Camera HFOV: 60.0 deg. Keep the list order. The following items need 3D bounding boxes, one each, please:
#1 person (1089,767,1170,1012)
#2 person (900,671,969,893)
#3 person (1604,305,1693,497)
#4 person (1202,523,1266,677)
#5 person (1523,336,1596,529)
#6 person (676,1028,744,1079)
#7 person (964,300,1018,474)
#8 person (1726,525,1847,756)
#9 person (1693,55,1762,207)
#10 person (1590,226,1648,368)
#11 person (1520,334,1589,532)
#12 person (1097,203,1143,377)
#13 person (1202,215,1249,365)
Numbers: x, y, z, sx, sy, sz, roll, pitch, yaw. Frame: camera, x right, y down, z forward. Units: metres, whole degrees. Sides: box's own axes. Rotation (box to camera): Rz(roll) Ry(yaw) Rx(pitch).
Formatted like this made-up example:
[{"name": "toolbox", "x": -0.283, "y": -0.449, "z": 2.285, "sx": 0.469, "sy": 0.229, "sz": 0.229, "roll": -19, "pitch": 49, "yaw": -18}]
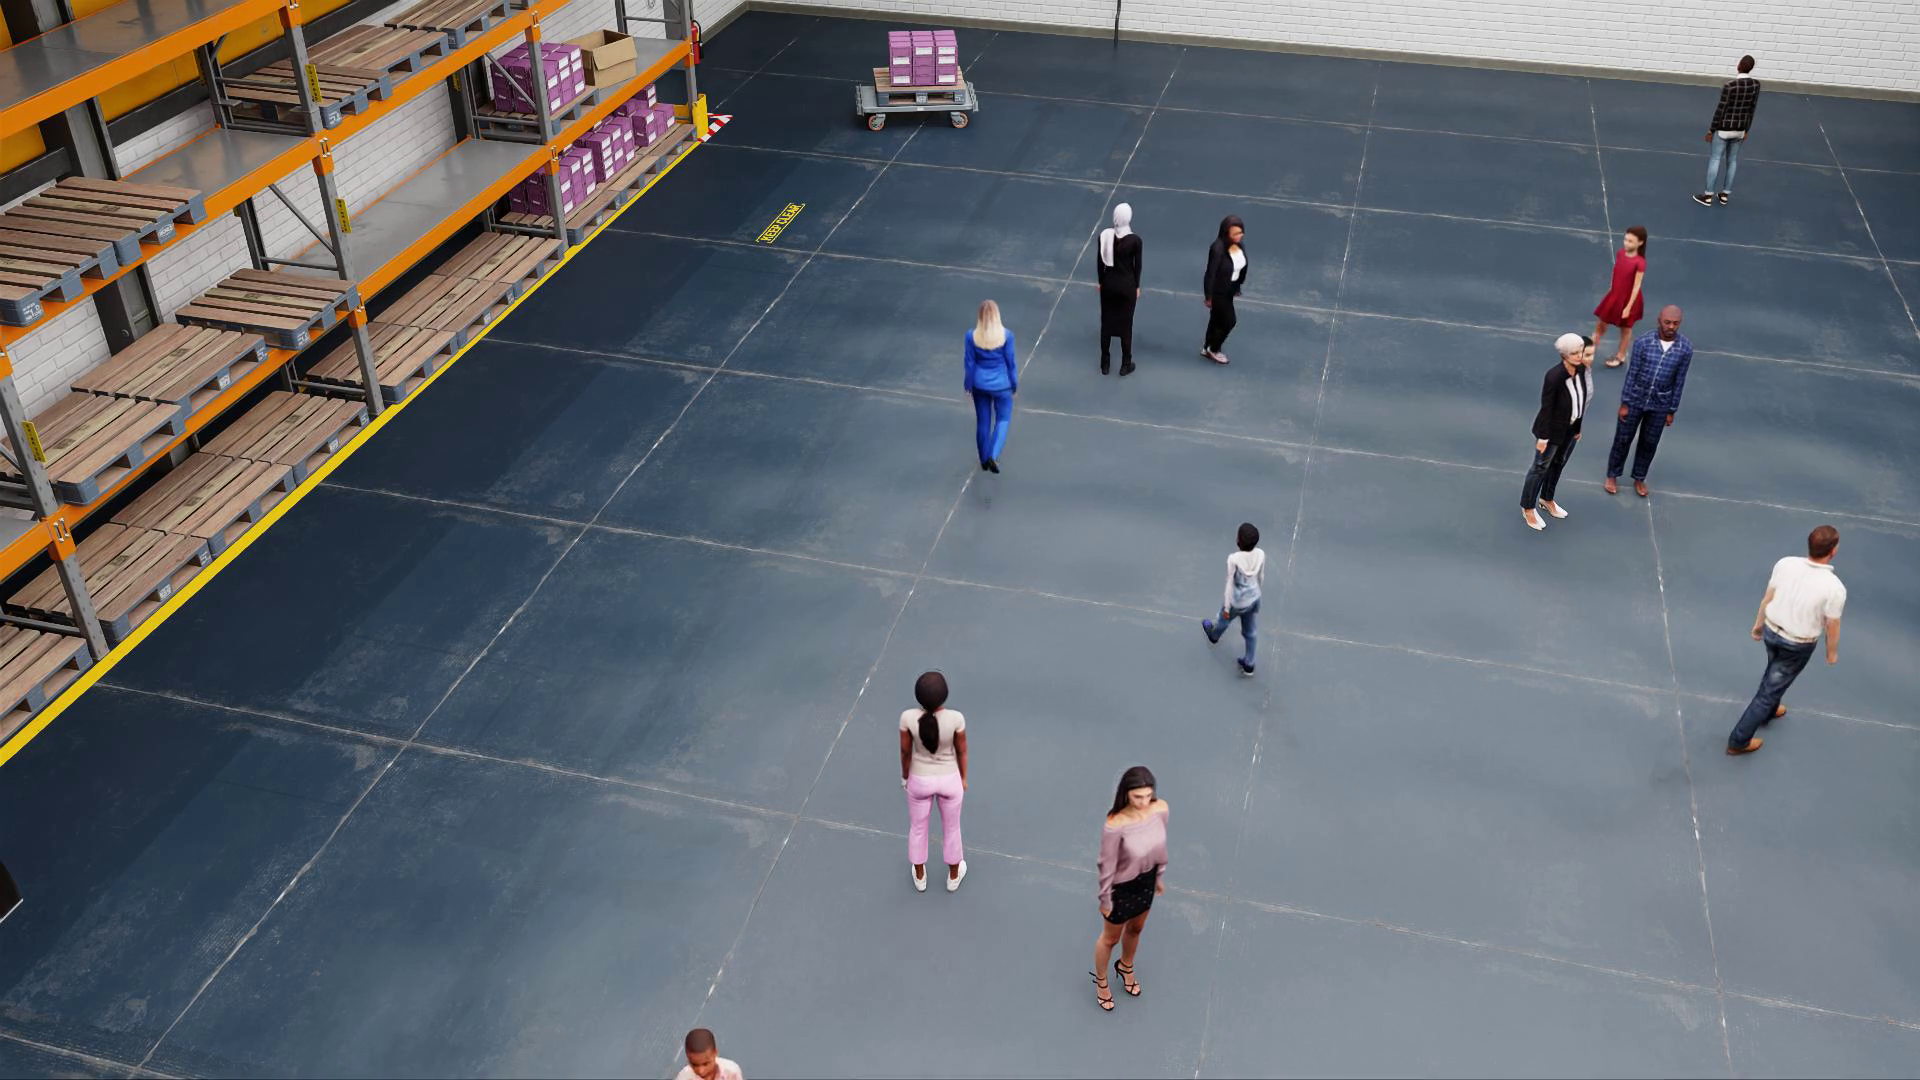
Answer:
[{"name": "person", "x": 0.975, "y": 2.011, "z": 9.631, "sx": 0.691, "sy": 1.810, "sz": 0.753, "roll": -18, "pitch": 38, "yaw": -25}, {"name": "person", "x": -0.162, "y": 1.513, "z": 10.442, "sx": 0.610, "sy": 1.741, "sz": 0.583, "roll": 1, "pitch": 34, "yaw": 2}, {"name": "person", "x": 5.990, "y": -1.232, "z": 14.505, "sx": 0.626, "sy": 1.817, "sz": 0.572, "roll": 8, "pitch": 35, "yaw": 12}, {"name": "person", "x": 2.142, "y": 0.471, "z": 12.471, "sx": 0.785, "sy": 1.230, "sz": 0.920, "roll": -11, "pitch": 35, "yaw": -16}, {"name": "person", "x": 5.122, "y": -0.949, "z": 14.155, "sx": 0.662, "sy": 1.732, "sz": 0.744, "roll": -22, "pitch": 39, "yaw": -29}, {"name": "person", "x": -1.276, "y": 2.959, "z": 8.666, "sx": 0.593, "sy": 1.300, "sz": 0.618, "roll": -6, "pitch": 34, "yaw": -9}, {"name": "person", "x": 0.265, "y": -1.303, "z": 14.725, "sx": 0.662, "sy": 1.691, "sz": 0.789, "roll": 6, "pitch": 34, "yaw": 9}, {"name": "person", "x": 5.665, "y": 0.741, "z": 11.525, "sx": 1.058, "sy": 1.828, "sz": 1.021, "roll": -14, "pitch": 36, "yaw": -20}, {"name": "person", "x": 9.307, "y": -4.947, "z": 20.090, "sx": 0.733, "sy": 1.820, "sz": 0.689, "roll": -3, "pitch": 34, "yaw": -5}, {"name": "person", "x": 6.649, "y": -2.409, "z": 16.538, "sx": 0.992, "sy": 1.525, "sz": 0.929, "roll": -18, "pitch": 38, "yaw": -25}, {"name": "person", "x": 5.020, "y": -0.923, "z": 13.844, "sx": 0.828, "sy": 1.781, "sz": 0.808, "roll": -20, "pitch": 39, "yaw": -27}, {"name": "person", "x": 1.561, "y": -2.460, "z": 16.386, "sx": 0.603, "sy": 1.779, "sz": 0.537, "roll": 11, "pitch": 35, "yaw": 16}, {"name": "person", "x": 2.540, "y": -2.526, "z": 16.647, "sx": 0.826, "sy": 1.599, "sz": 0.706, "roll": 21, "pitch": 39, "yaw": 28}]
